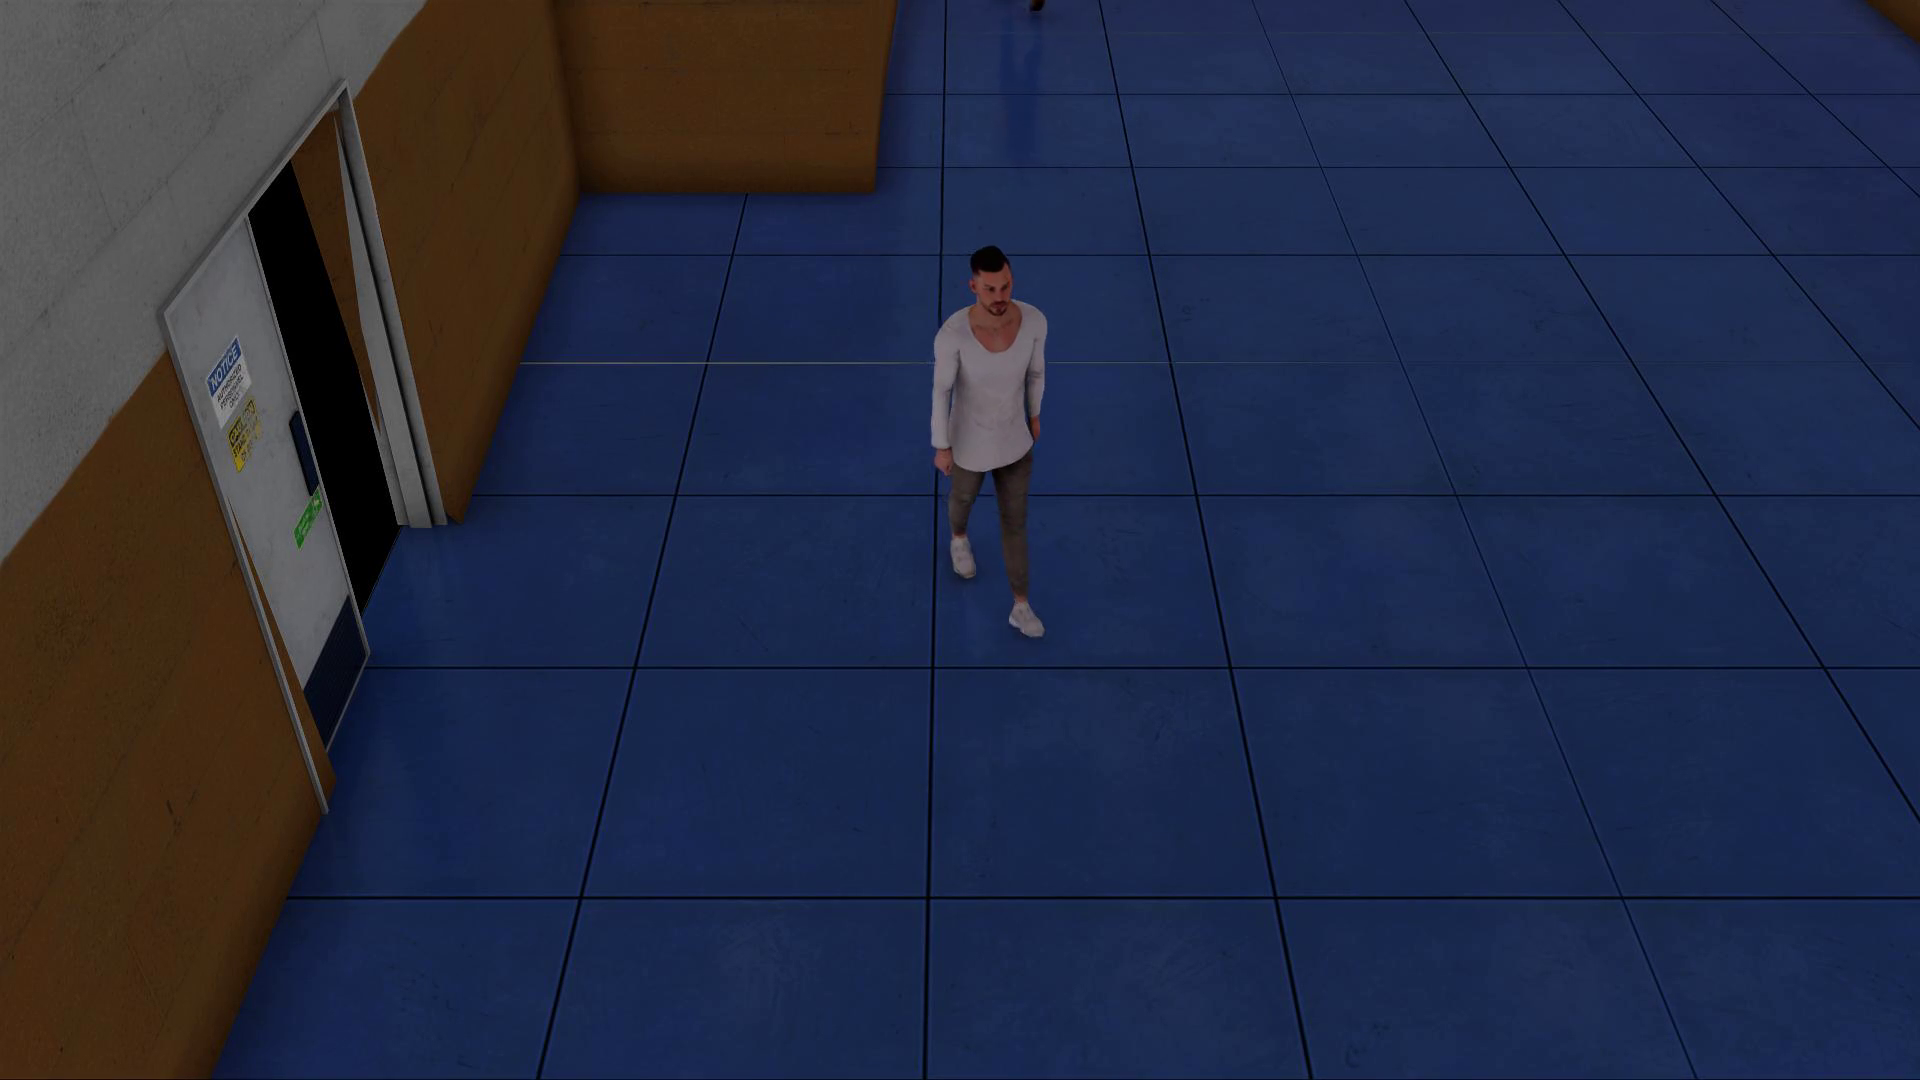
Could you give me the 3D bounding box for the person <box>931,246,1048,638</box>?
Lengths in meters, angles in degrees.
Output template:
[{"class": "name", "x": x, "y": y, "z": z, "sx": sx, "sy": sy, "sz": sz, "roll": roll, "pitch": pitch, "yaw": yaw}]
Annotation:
[{"class": "person", "x": 0.094, "y": -0.508, "z": 7.391, "sx": 1.154, "sy": 1.796, "sz": 0.987, "roll": -10, "pitch": 38, "yaw": -13}]
